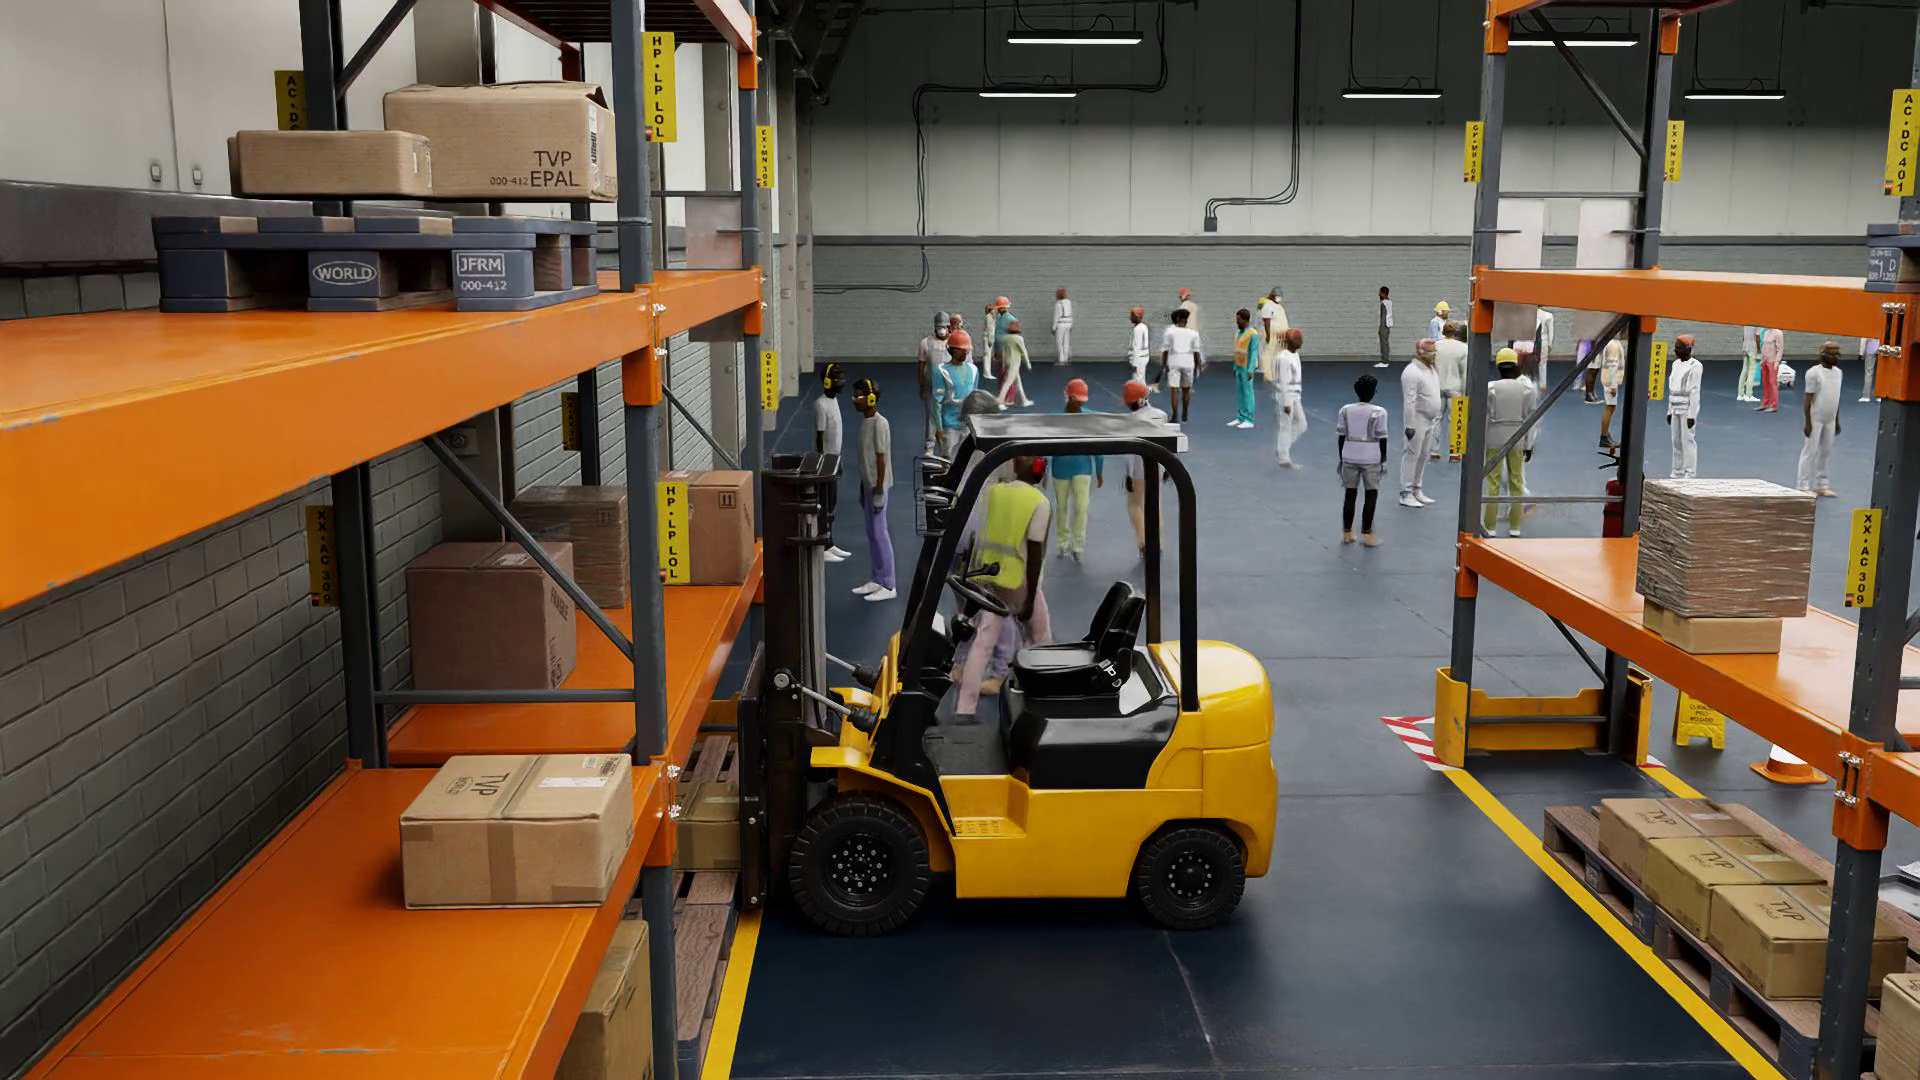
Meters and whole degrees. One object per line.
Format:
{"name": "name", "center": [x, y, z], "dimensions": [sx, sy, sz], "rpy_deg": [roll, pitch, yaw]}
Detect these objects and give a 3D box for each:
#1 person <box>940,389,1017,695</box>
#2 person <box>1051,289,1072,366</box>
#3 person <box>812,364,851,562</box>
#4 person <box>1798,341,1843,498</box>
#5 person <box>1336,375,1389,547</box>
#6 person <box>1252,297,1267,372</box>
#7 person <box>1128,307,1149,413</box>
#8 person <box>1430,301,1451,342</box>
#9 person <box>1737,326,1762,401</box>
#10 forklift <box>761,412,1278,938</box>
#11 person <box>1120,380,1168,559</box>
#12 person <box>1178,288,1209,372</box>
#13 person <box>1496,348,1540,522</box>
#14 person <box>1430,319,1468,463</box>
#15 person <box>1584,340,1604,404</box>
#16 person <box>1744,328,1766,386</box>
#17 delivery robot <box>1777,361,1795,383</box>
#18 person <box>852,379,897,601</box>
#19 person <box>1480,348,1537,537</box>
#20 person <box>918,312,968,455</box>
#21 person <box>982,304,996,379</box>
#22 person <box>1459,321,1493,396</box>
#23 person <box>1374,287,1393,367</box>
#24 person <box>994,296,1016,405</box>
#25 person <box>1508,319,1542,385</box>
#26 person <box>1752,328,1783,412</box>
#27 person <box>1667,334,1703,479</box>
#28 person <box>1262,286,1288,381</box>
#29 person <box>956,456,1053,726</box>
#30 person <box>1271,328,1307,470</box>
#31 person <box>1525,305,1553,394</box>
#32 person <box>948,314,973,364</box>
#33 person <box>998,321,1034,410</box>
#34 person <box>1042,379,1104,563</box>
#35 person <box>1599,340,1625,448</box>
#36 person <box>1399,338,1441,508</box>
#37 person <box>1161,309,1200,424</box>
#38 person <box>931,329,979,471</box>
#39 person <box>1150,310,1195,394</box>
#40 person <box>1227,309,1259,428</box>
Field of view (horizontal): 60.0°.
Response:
{"name": "person", "center": [0.118, 0.002, 11.049], "dimensions": [0.535, 2.000, 0.682], "rpy_deg": [-9, 13, -41]}
{"name": "person", "center": [2.487, -5.133, 40.178], "dimensions": [0.374, 1.856, 0.676], "rpy_deg": [9, 13, 40]}
{"name": "person", "center": [-1.218, -0.723, 15.597], "dimensions": [0.326, 1.864, 0.504], "rpy_deg": [2, 10, 10]}
{"name": "person", "center": [10.068, -1.402, 19.422], "dimensions": [0.505, 1.846, 0.340], "rpy_deg": [-4, 11, -19]}
{"name": "person", "center": [3.932, -0.768, 16.367], "dimensions": [0.570, 1.706, 0.446], "rpy_deg": [9, 14, 41]}
{"name": "person", "center": [6.902, -4.702, 38.121], "dimensions": [0.504, 1.733, 0.371], "rpy_deg": [-6, 12, -31]}
{"name": "person", "center": [3.061, -3.046, 28.500], "dimensions": [0.343, 1.876, 0.576], "rpy_deg": [3, 11, 17]}
{"name": "person", "center": [9.332, -3.712, 32.309], "dimensions": [0.404, 1.836, 0.590], "rpy_deg": [6, 12, 32]}
{"name": "person", "center": [14.870, -3.529, 31.225], "dimensions": [0.327, 1.863, 0.511], "rpy_deg": [-1, 10, -8]}
{"name": "forklift", "center": [0.291, 0.548, 7.580], "dimensions": [2.313, 2.155, 1.214], "rpy_deg": [0, 10, -2]}
{"name": "person", "center": [1.774, -0.666, 15.708], "dimensions": [0.655, 1.714, 0.500], "rpy_deg": [-8, 13, -38]}
{"name": "person", "center": [5.255, -4.806, 38.116], "dimensions": [0.594, 1.953, 1.001], "rpy_deg": [-8, 13, -39]}
{"name": "person", "center": [5.875, -1.101, 17.685], "dimensions": [0.419, 1.869, 0.582], "rpy_deg": [1, 10, 6]}
{"name": "person", "center": [6.627, -2.018, 22.588], "dimensions": [0.630, 1.940, 0.372], "rpy_deg": [7, 13, 35]}
{"name": "person", "center": [11.824, -3.518, 30.868], "dimensions": [0.371, 1.963, 0.608], "rpy_deg": [7, 12, 34]}
{"name": "person", "center": [16.564, -4.117, 34.578], "dimensions": [0.348, 1.836, 0.517], "rpy_deg": [6, 12, 30]}
{"name": "delivery robot", "center": [16.728, -3.392, 33.832], "dimensions": [0.477, 0.478, 0.707], "rpy_deg": [3, 11, 14]}
{"name": "person", "center": [-0.732, -0.422, 13.938], "dimensions": [0.328, 1.861, 0.504], "rpy_deg": [-4, 11, -20]}
{"name": "person", "center": [5.505, -0.976, 16.844], "dimensions": [0.585, 1.917, 0.382], "rpy_deg": [1, 10, 3]}
{"name": "person", "center": [-0.238, -2.122, 22.880], "dimensions": [0.688, 2.000, 0.539], "rpy_deg": [0, 10, -1]}
{"name": "person", "center": [0.634, -4.345, 36.377], "dimensions": [0.315, 1.641, 0.515], "rpy_deg": [0, 10, -2]}
{"name": "person", "center": [9.298, -3.298, 30.070], "dimensions": [0.658, 1.811, 0.438], "rpy_deg": [-7, 12, -33]}
{"name": "person", "center": [10.165, -5.101, 39.818], "dimensions": [0.381, 1.917, 0.596], "rpy_deg": [5, 11, 25]}
{"name": "person", "center": [0.803, -3.485, 30.628], "dimensions": [0.388, 1.987, 0.608], "rpy_deg": [-6, 12, -31]}
{"name": "person", "center": [10.267, -3.384, 30.252], "dimensions": [0.587, 1.920, 0.392], "rpy_deg": [6, 12, 29]}
{"name": "person", "center": [14.235, -3.128, 29.253], "dimensions": [0.319, 1.767, 0.534], "rpy_deg": [-1, 10, -4]}
{"name": "person", "center": [8.772, -1.551, 20.174], "dimensions": [0.355, 1.876, 0.574], "rpy_deg": [-1, 10, -5]}
{"name": "person", "center": [6.811, -4.458, 35.893], "dimensions": [0.536, 2.000, 0.684], "rpy_deg": [7, 12, 33]}
{"name": "person", "center": [0.339, 0.276, 10.273], "dimensions": [1.010, 1.783, 0.591], "rpy_deg": [-9, 13, -40]}
{"name": "person", "center": [4.334, -1.834, 21.740], "dimensions": [0.413, 1.871, 0.612], "rpy_deg": [5, 11, 27]}
{"name": "person", "center": [11.362, -3.849, 32.778], "dimensions": [0.602, 1.941, 0.401], "rpy_deg": [3, 11, 17]}
{"name": "person", "center": [-0.077, -2.443, 25.076], "dimensions": [0.648, 1.899, 0.400], "rpy_deg": [7, 12, 33]}
{"name": "person", "center": [0.964, -3.131, 29.782], "dimensions": [0.903, 1.581, 0.503], "rpy_deg": [-7, 12, -32]}
{"name": "person", "center": [1.046, -0.635, 15.479], "dimensions": [0.584, 1.710, 0.827], "rpy_deg": [1, 10, 4]}
{"name": "person", "center": [9.530, -2.297, 24.200], "dimensions": [0.391, 1.923, 0.549], "rpy_deg": [4, 11, 20]}
{"name": "person", "center": [5.236, -1.332, 18.858], "dimensions": [0.403, 1.906, 0.652], "rpy_deg": [8, 13, 37]}
{"name": "person", "center": [3.623, -2.827, 27.273], "dimensions": [0.640, 1.900, 0.733], "rpy_deg": [1, 10, 3]}
{"name": "person", "center": [-0.023, -1.260, 18.074], "dimensions": [0.608, 2.044, 0.371], "rpy_deg": [-8, 13, -38]}
{"name": "person", "center": [4.144, -3.678, 32.686], "dimensions": [0.892, 1.639, 0.539], "rpy_deg": [2, 10, 12]}
{"name": "person", "center": [4.600, -2.768, 26.836], "dimensions": [0.390, 1.914, 0.587], "rpy_deg": [-3, 11, -18]}
